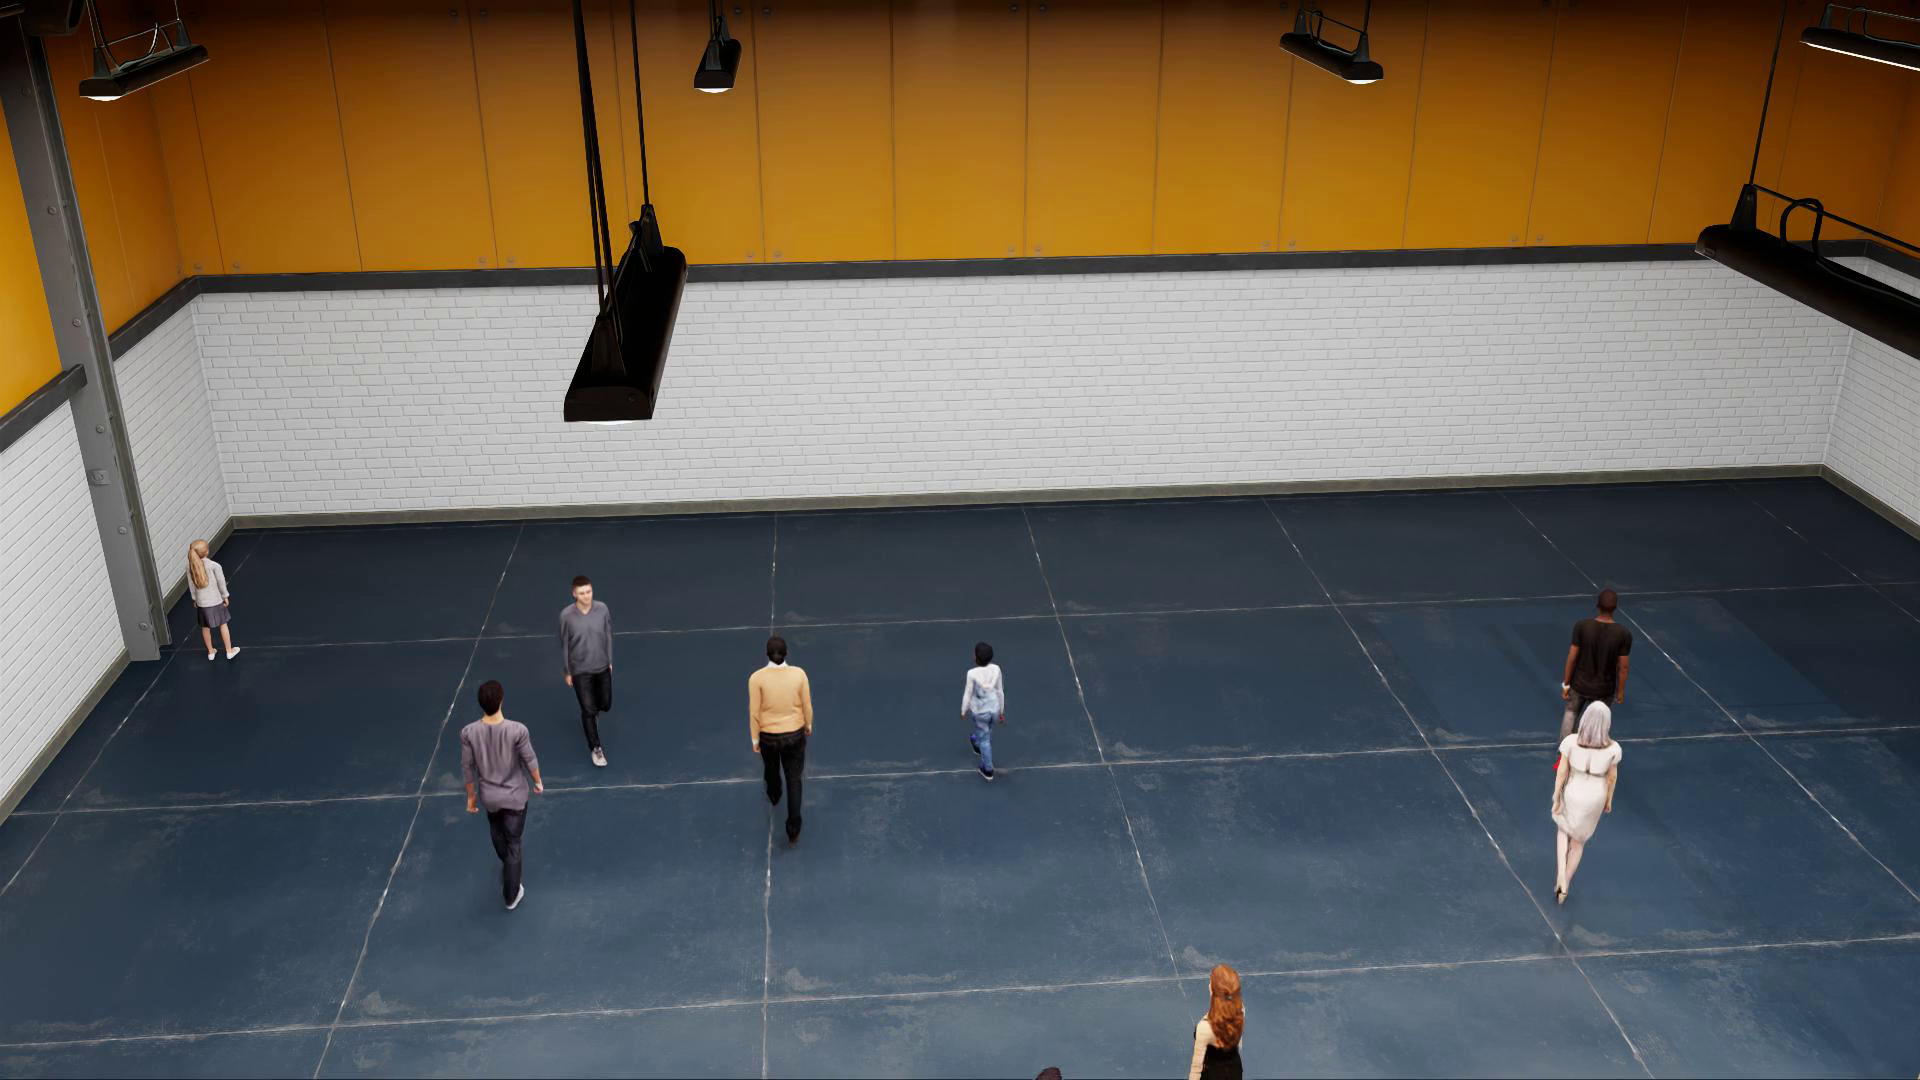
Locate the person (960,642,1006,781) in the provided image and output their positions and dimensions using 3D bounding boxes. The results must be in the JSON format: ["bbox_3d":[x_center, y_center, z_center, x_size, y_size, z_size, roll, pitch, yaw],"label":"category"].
[{"bbox_3d":[0.232,1.500,14.436,0.677,1.237,0.879,-11,26,-23],"label":"person"}]

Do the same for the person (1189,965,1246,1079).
[{"bbox_3d":[1.601,3.274,9.909,0.778,1.611,0.851,-20,30,-38],"label":"person"}]

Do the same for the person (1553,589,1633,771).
[{"bbox_3d":[5.415,1.268,14.262,0.859,1.801,0.931,13,27,27],"label":"person"}]

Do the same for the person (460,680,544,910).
[{"bbox_3d":[-3.490,1.971,12.626,0.746,1.823,0.989,1,24,2],"label":"person"}]

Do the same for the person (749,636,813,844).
[{"bbox_3d":[-1.441,1.644,13.522,0.736,1.706,1.182,-4,24,-9],"label":"person"}]

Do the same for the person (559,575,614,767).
[{"bbox_3d":[-3.303,1.099,14.716,0.854,1.747,1.035,-12,27,-26],"label":"person"}]

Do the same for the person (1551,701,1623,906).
[{"bbox_3d":[4.702,2.046,12.578,0.736,1.724,0.795,9,25,19],"label":"person"}]

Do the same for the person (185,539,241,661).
[{"bbox_3d":[-7.444,0.581,16.491,0.503,1.275,0.508,-2,24,-6],"label":"person"}]
